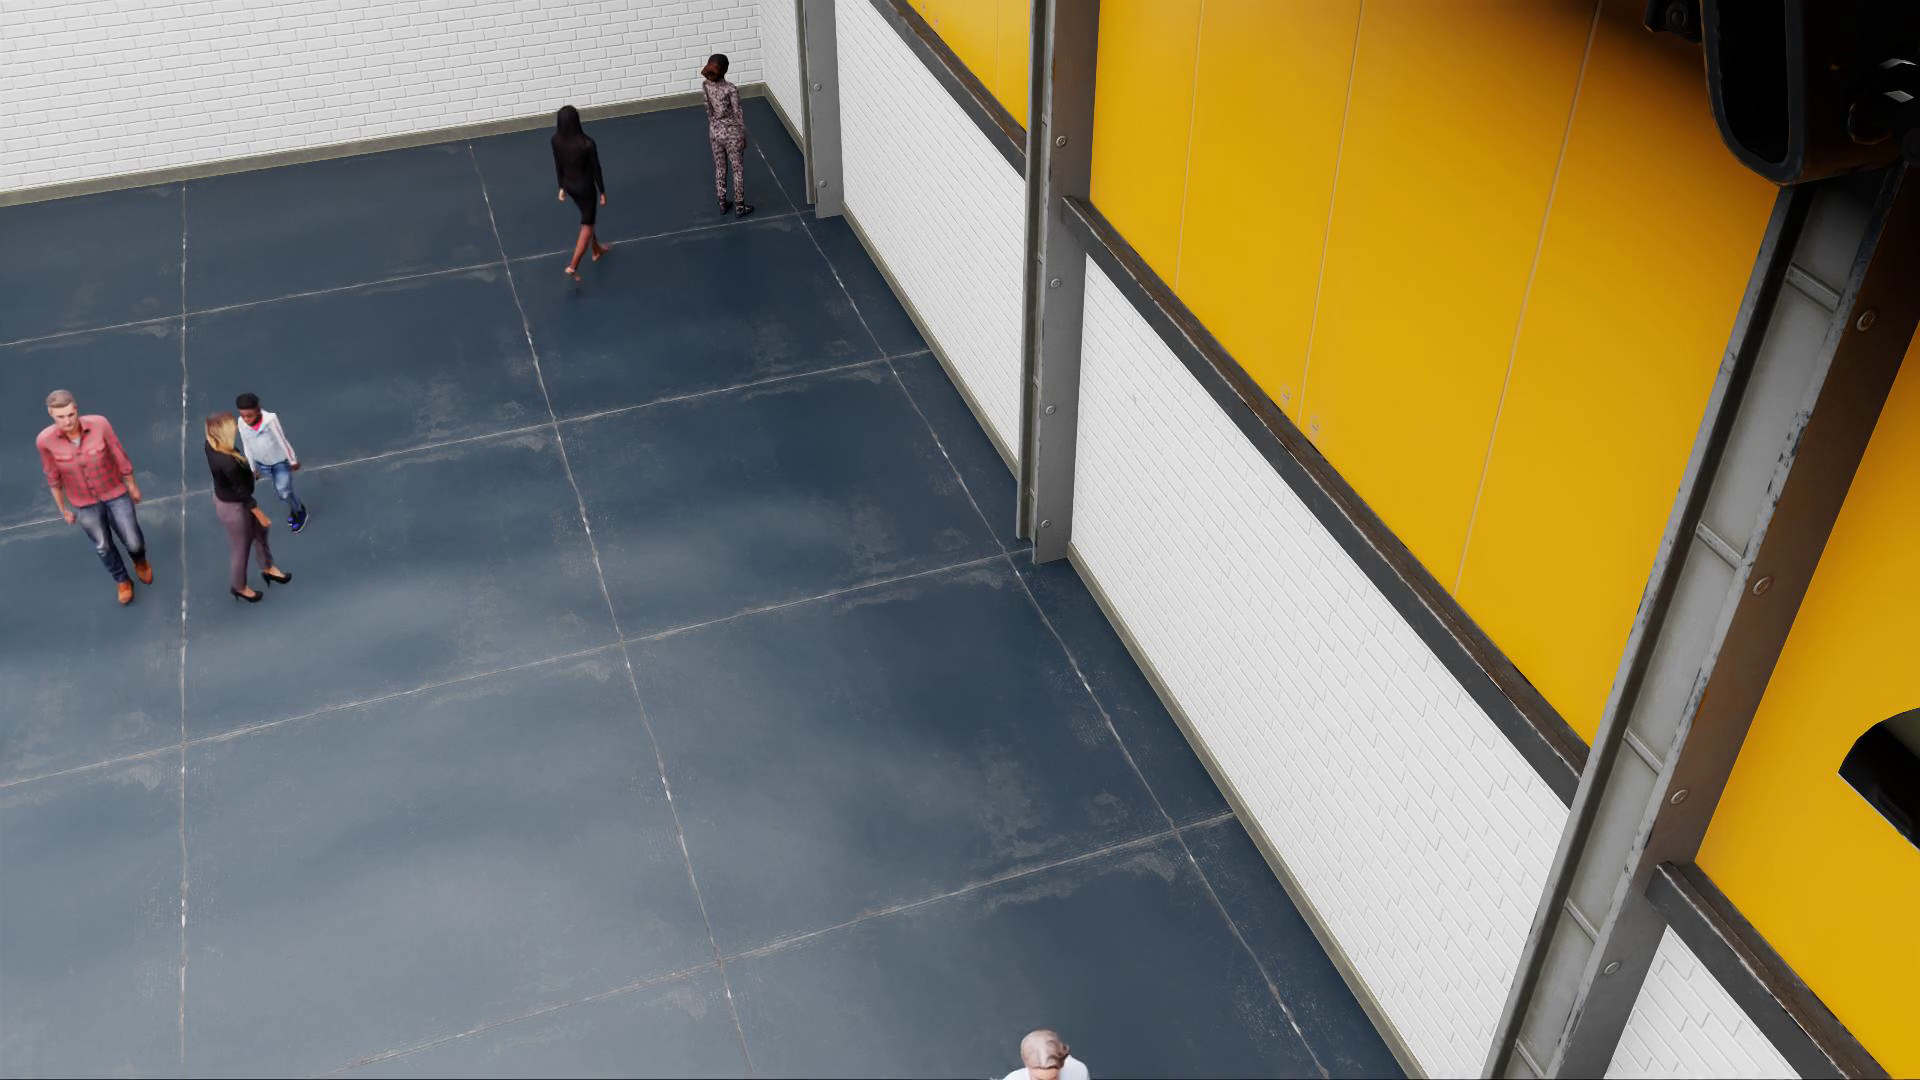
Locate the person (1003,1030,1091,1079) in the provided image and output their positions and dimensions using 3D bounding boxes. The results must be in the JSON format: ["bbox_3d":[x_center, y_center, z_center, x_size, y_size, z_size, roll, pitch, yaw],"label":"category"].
[{"bbox_3d":[0.347,2.854,8.013,0.702,1.816,0.759,-19,42,-22],"label":"person"}]

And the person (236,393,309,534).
[{"bbox_3d":[-5.293,-0.675,12.895,0.600,1.238,0.643,4,39,5],"label":"person"}]

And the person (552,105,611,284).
[{"bbox_3d":[-3.632,-3.255,15.765,1.082,1.688,1.192,13,40,16],"label":"person"}]

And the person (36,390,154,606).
[{"bbox_3d":[-6.243,-0.368,12.048,0.739,1.817,0.724,-16,41,-19],"label":"person"}]

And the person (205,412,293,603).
[{"bbox_3d":[-5.282,-0.167,11.933,0.767,1.646,0.693,-25,45,-28],"label":"person"}]

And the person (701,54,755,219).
[{"bbox_3d":[-2.363,-4.087,16.787,0.681,1.714,0.744,18,42,21],"label":"person"}]
